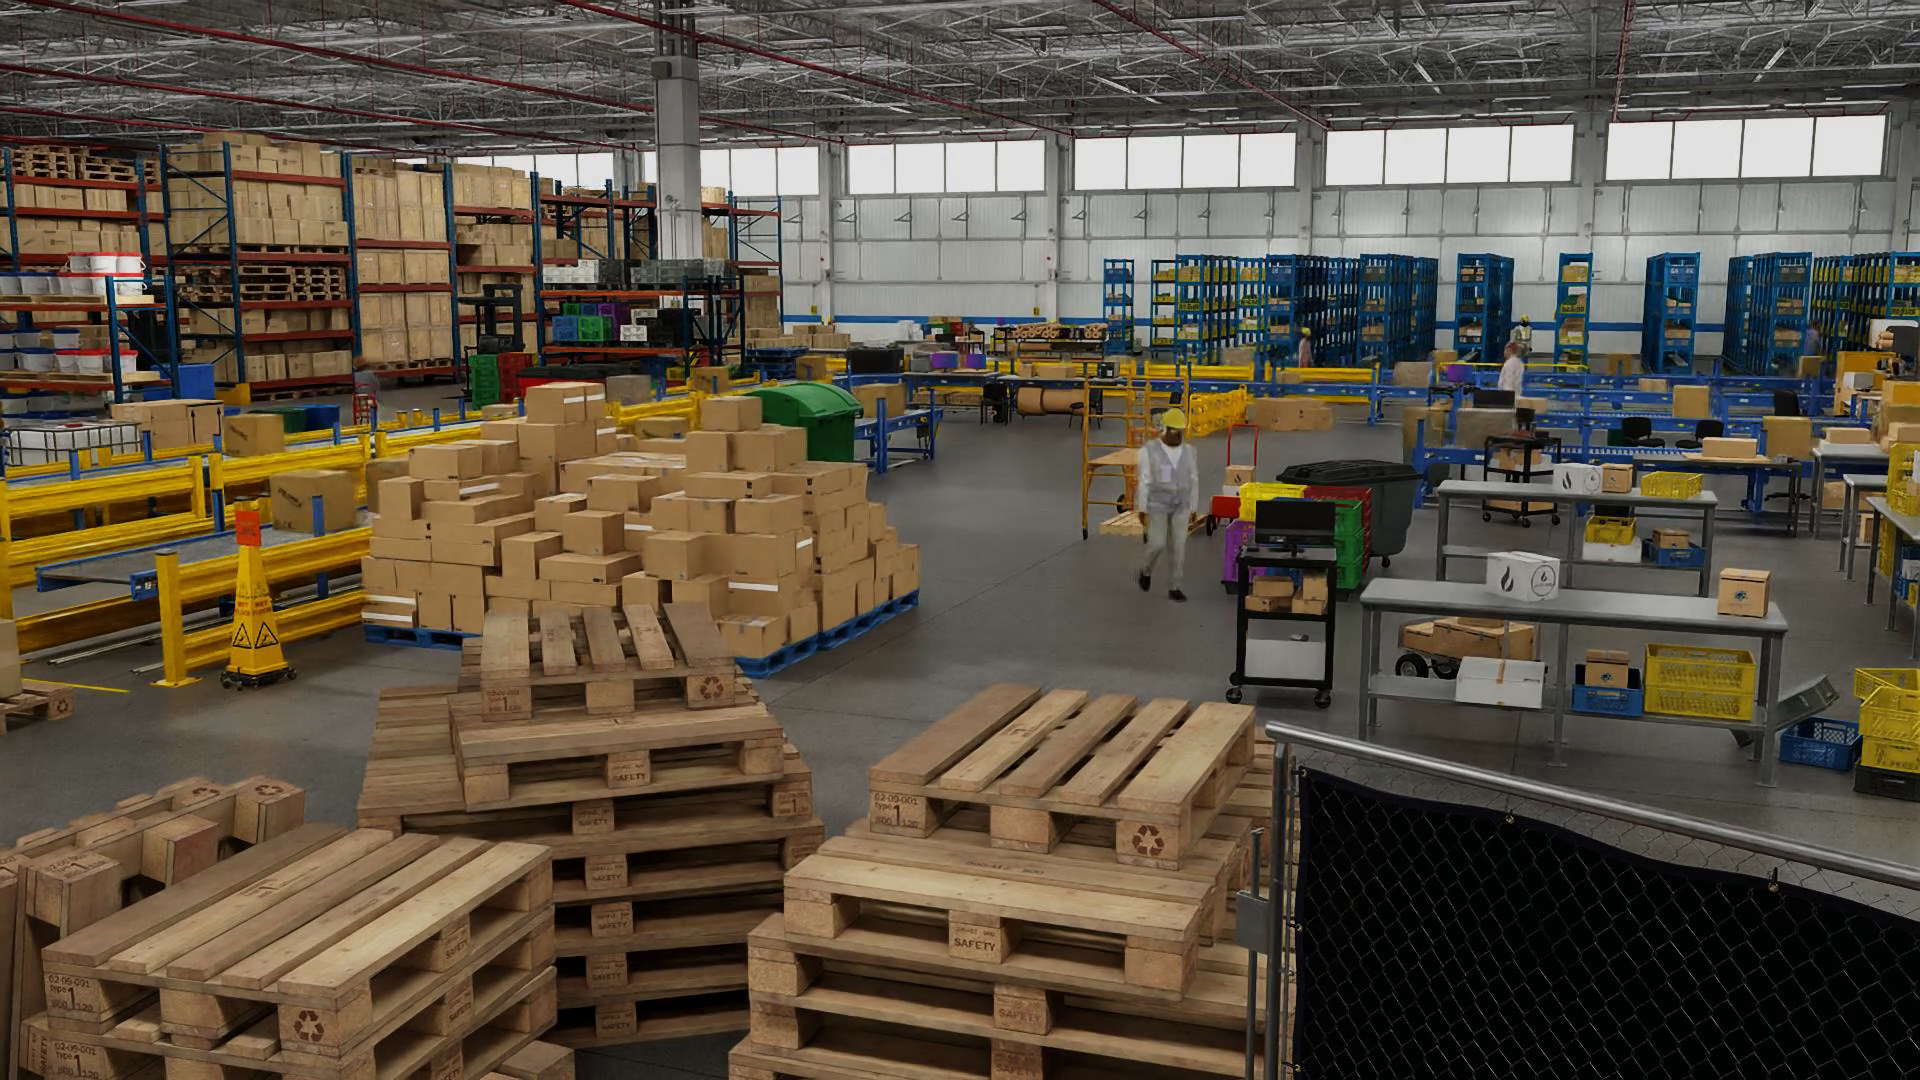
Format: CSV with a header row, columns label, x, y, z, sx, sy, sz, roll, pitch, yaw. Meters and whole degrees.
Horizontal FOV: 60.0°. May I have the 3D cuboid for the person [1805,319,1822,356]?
label,x,y,z,sx,sy,sz,roll,pitch,yaw
person,24.079,-5.335,46.983,0.971,1.801,0.585,4,10,21

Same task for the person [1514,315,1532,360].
label,x,y,z,sx,sy,sz,roll,pitch,yaw
person,16.939,-5.839,50.017,0.596,1.837,0.404,-2,9,-12

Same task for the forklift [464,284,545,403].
label,x,y,z,sx,sy,sz,roll,pitch,yaw
forklift,-10.832,-4.702,39.610,1.129,2.768,1.873,3,10,20

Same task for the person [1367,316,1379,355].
label,x,y,z,sx,sy,sz,roll,pitch,yaw
person,12.638,-6.028,50.710,0.622,1.992,0.397,-9,12,-43

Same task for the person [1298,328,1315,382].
label,x,y,z,sx,sy,sz,roll,pitch,yaw
person,8.641,-4.437,41.578,0.899,1.720,0.538,4,10,26

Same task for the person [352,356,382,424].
label,x,y,z,sx,sy,sz,roll,pitch,yaw
person,-10.575,-2.486,29.700,0.516,1.597,0.556,8,12,40

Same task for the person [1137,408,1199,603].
label,x,y,z,sx,sy,sz,roll,pitch,yaw
person,1.932,-0.331,15.505,0.607,1.809,0.487,-3,9,-17

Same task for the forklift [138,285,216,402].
label,x,y,z,sx,sy,sz,roll,pitch,yaw
forklift,-17.480,-4.200,36.461,1.873,2.768,1.129,3,10,19

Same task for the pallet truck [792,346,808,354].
label,x,y,z,sx,sy,sz,roll,pitch,yaw
pallet truck,-3.705,-4.298,42.022,0.653,1.274,1.630,3,10,20

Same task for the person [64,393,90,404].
label,x,y,z,sx,sy,sz,roll,pitch,yaw
person,-20.993,-4.087,39.385,0.533,1.725,0.924,2,9,14

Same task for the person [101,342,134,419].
label,x,y,z,sx,sy,sz,roll,pitch,yaw
person,-14.296,-2.419,28.254,0.384,1.931,0.540,5,10,28

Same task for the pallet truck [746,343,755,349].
label,x,y,z,sx,sy,sz,roll,pitch,yaw
pallet truck,-6.183,-4.618,44.264,1.601,1.201,0.680,-9,12,-43

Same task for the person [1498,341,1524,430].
label,x,y,z,sx,sy,sz,roll,pitch,yaw
person,9.445,-2.463,28.647,0.418,1.916,0.685,6,11,33
